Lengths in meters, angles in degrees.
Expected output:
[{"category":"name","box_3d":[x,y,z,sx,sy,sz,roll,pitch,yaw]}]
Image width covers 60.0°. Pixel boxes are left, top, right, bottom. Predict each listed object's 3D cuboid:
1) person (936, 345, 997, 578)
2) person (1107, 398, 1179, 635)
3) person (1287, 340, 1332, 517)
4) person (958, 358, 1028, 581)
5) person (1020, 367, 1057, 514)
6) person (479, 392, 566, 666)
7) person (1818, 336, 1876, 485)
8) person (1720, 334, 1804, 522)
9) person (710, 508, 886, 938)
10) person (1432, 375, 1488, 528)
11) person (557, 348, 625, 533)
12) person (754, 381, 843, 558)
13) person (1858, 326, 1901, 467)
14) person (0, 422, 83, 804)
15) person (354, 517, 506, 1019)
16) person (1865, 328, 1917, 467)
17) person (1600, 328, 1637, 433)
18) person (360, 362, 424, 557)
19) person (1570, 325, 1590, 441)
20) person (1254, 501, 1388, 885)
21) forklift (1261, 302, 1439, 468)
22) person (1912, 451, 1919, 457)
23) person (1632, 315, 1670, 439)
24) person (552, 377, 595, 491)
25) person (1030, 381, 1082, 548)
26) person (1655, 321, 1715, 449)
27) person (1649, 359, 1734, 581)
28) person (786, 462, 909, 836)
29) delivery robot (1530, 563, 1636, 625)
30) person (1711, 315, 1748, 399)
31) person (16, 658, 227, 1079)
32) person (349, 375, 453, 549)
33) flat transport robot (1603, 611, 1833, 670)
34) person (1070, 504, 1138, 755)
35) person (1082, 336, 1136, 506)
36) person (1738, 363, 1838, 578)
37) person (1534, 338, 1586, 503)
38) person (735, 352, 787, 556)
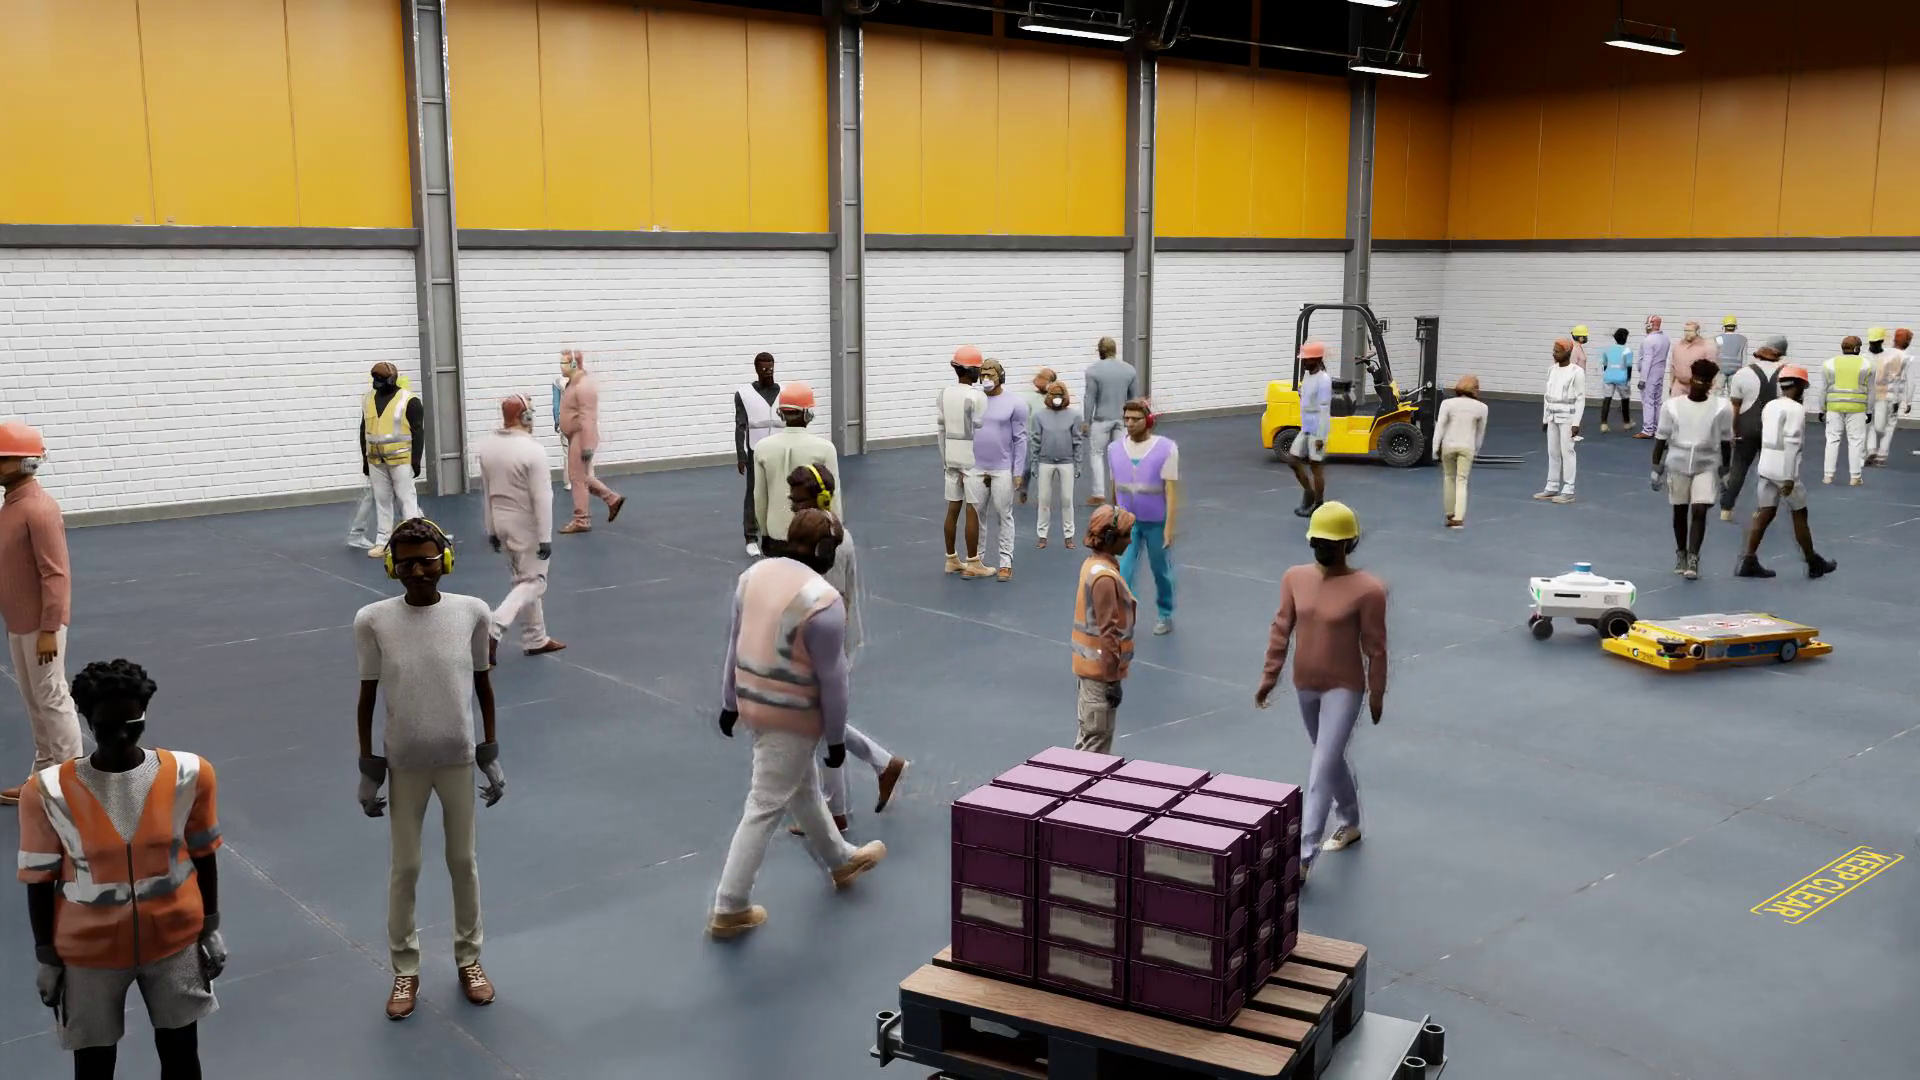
[{"category":"person","box_3d":[0.065,-0.683,14.579,0.378,2.044,0.607,-9,13,-43]},{"category":"person","box_3d":[1.341,-0.139,12.122,0.581,1.805,0.959,5,11,27]},{"category":"person","box_3d":[3.764,-1.183,17.858,0.455,1.919,0.587,-2,10,-14]},{"category":"person","box_3d":[0.273,-0.607,14.438,0.632,1.940,0.372,3,10,18]},{"category":"person","box_3d":[0.871,-1.126,18.465,0.502,1.603,0.754,-2,10,-14]},{"category":"person","box_3d":[-3.071,-0.074,11.485,0.650,1.884,0.785,8,12,38]},{"category":"person","box_3d":[10.945,-1.598,20.541,0.622,1.840,0.430,7,12,34]},{"category":"person","box_3d":[8.520,-1.205,17.642,0.712,2.000,0.572,4,10,20]},{"category":"person","box_3d":[-0.701,0.741,7.056,0.994,1.764,0.696,-8,12,-38]},{"category":"person","box_3d":[5.216,-0.930,17.380,0.523,1.573,0.726,3,10,19]},{"category":"person","box_3d":[-3.805,-1.015,16.992,0.644,1.890,0.657,-4,10,-22]},{"category":"person","box_3d":[-1.064,-0.055,11.035,0.611,1.997,0.375,3,10,17]},{"category":"person","box_3d":[12.213,-1.909,22.166,0.592,1.903,0.607,-8,13,-39]},{"category":"person","box_3d":[-4.690,0.399,8.384,0.388,1.994,0.622,-9,13,-43]},{"category":"person","box_3d":[-1.969,0.835,6.196,0.532,1.870,0.315,-4,11,-23]},{"category":"person","box_3d":[12.354,-1.887,22.155,0.502,1.870,0.644,-9,13,-41]},{"category":"person","box_3d":[10.548,-2.550,26.602,0.853,1.649,0.550,-8,13,-41]},{"category":"person","box_3d":[-5.308,-0.740,15.509,0.630,1.840,0.429,3,10,15]},{"category":"person","box_3d":[9.427,-2.396,25.419,0.313,1.769,0.523,6,11,29]},{"category":"person","box_3d":[1.656,0.674,7.595,0.919,1.719,0.529,-9,13,-42]},{"category":"forklift","box_3d":[5.320,-2.157,22.763,2.313,2.155,1.214,3,10,16]},{"category":"person","box_3d":[13.734,-2.060,23.332,0.641,1.825,0.425,-8,12,-38]},{"category":"person","box_3d":[10.653,-2.512,25.684,0.652,1.906,0.402,-8,13,-40]},{"category":"person","box_3d":[-4.622,-1.404,19.973,0.514,1.642,0.314,-2,10,-11]},{"category":"person","box_3d":[0.926,-0.724,16.038,0.501,1.626,0.278,1,10,4]},{"category":"person","box_3d":[10.537,-2.226,24.127,0.883,1.866,0.672,-9,13,-42]},{"category":"person","box_3d":[6.335,-0.601,14.446,0.642,1.914,0.954,5,11,28]},{"category":"person","box_3d":[-0.563,0.527,8.089,0.558,1.843,0.579,-3,10,-17]},{"category":"delivery robot","box_3d":[4.579,0.411,12.251,0.707,0.478,0.477,2,10,12]},{"category":"person","box_3d":[12.803,-2.830,27.770,0.603,1.828,0.404,1,10,8]},{"category":"person","box_3d":[-2.381,1.164,4.775,0.533,1.697,0.318,-7,12,-34]},{"category":"person","box_3d":[-5.448,-0.746,15.986,0.978,1.675,0.493,-2,10,-12]},{"category":"flat transport robot","box_3d":[5.329,0.694,11.694,1.431,0.197,0.652,-3,10,-19]},{"category":"person","box_3d":[0.688,0.644,7.991,0.313,1.640,0.513,0,10,-2]},{"category":"person","box_3d":[1.690,-1.324,18.734,0.649,1.919,0.451,-4,11,-25]},{"category":"person","box_3d":[7.281,-0.590,14.529,0.895,1.872,0.627,-1,10,-4]},{"category":"person","box_3d":[6.885,-1.366,19.038,0.337,1.882,0.585,-3,10,-20]},{"category":"person","box_3d":[-1.850,-0.819,15.736,0.597,1.917,0.375,-7,12,-34]}]
